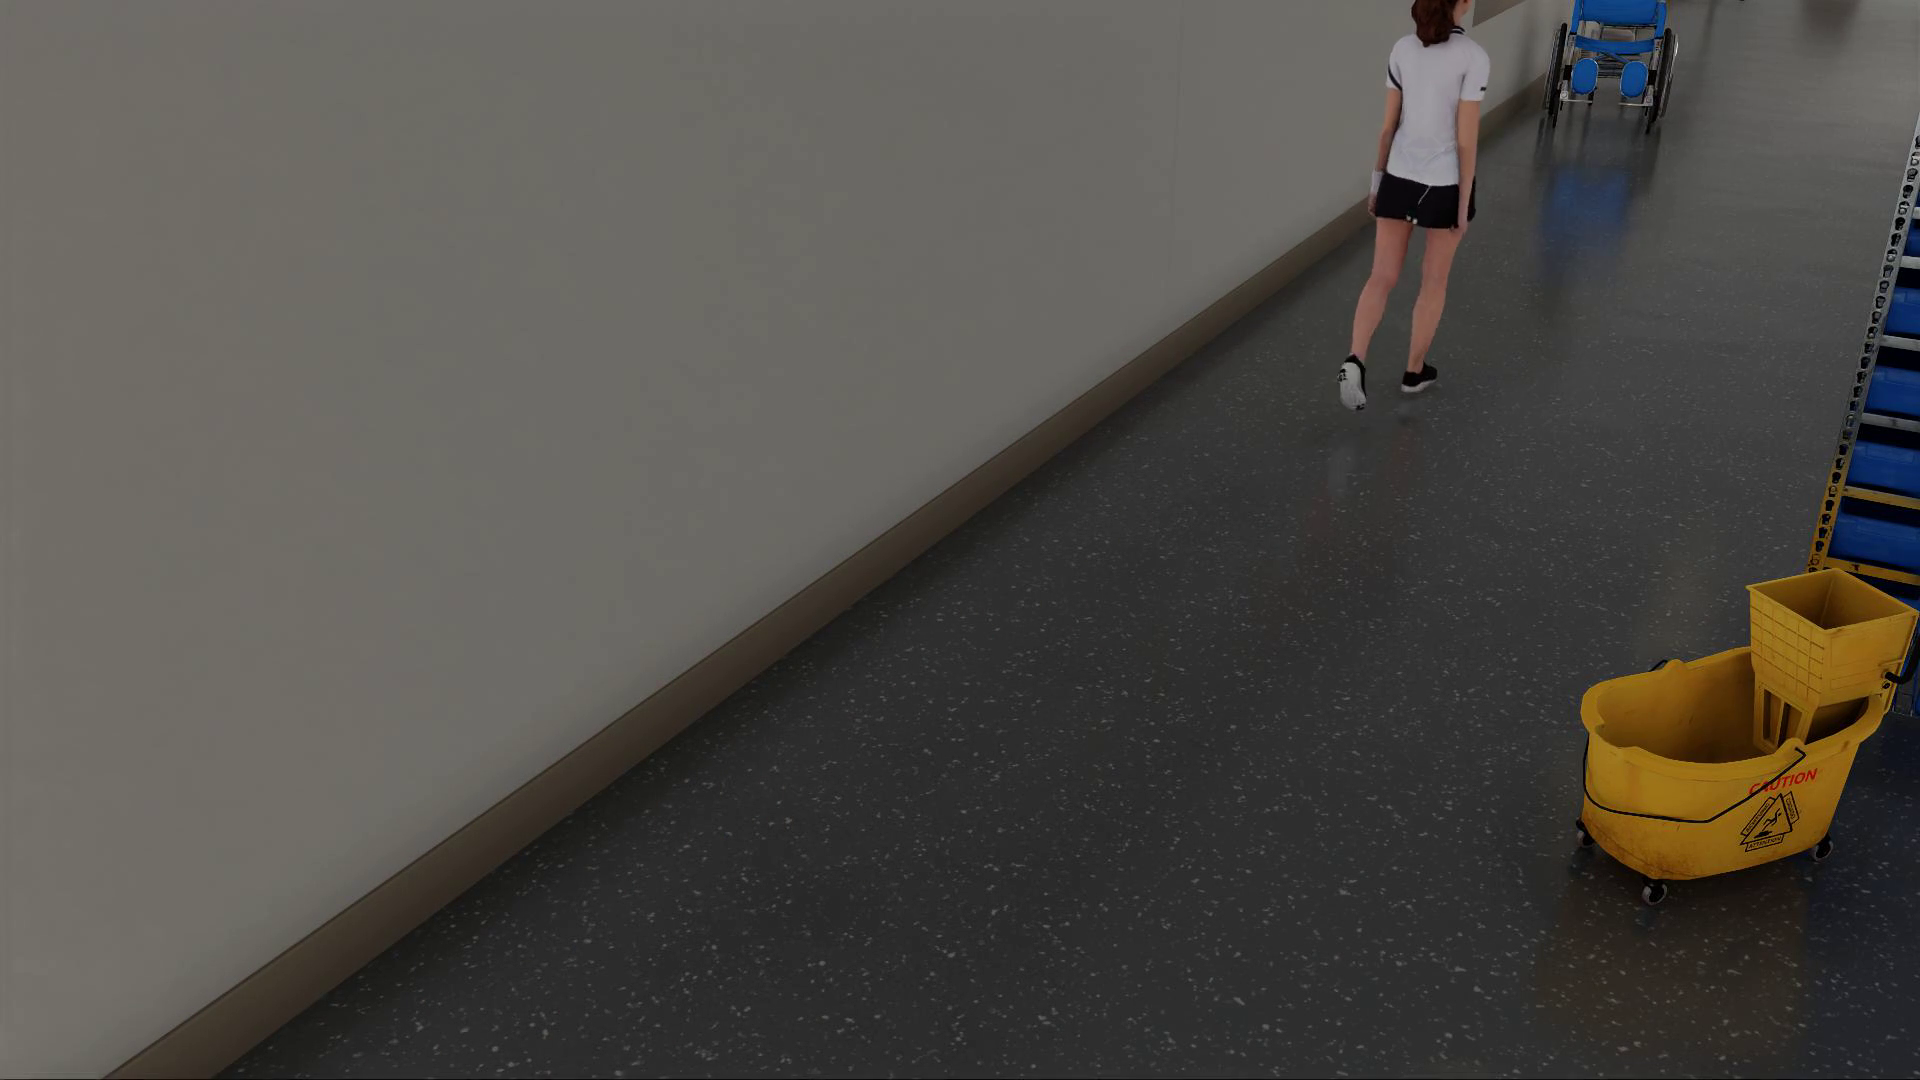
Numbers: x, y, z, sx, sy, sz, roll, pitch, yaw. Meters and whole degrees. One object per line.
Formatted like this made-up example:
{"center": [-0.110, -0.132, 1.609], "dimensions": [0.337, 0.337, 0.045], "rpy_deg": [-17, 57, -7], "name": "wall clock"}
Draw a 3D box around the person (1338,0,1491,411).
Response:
{"center": [1.737, -1.310, 6.391], "dimensions": [0.985, 1.727, 0.676], "rpy_deg": [17, 30, 31], "name": "person"}
